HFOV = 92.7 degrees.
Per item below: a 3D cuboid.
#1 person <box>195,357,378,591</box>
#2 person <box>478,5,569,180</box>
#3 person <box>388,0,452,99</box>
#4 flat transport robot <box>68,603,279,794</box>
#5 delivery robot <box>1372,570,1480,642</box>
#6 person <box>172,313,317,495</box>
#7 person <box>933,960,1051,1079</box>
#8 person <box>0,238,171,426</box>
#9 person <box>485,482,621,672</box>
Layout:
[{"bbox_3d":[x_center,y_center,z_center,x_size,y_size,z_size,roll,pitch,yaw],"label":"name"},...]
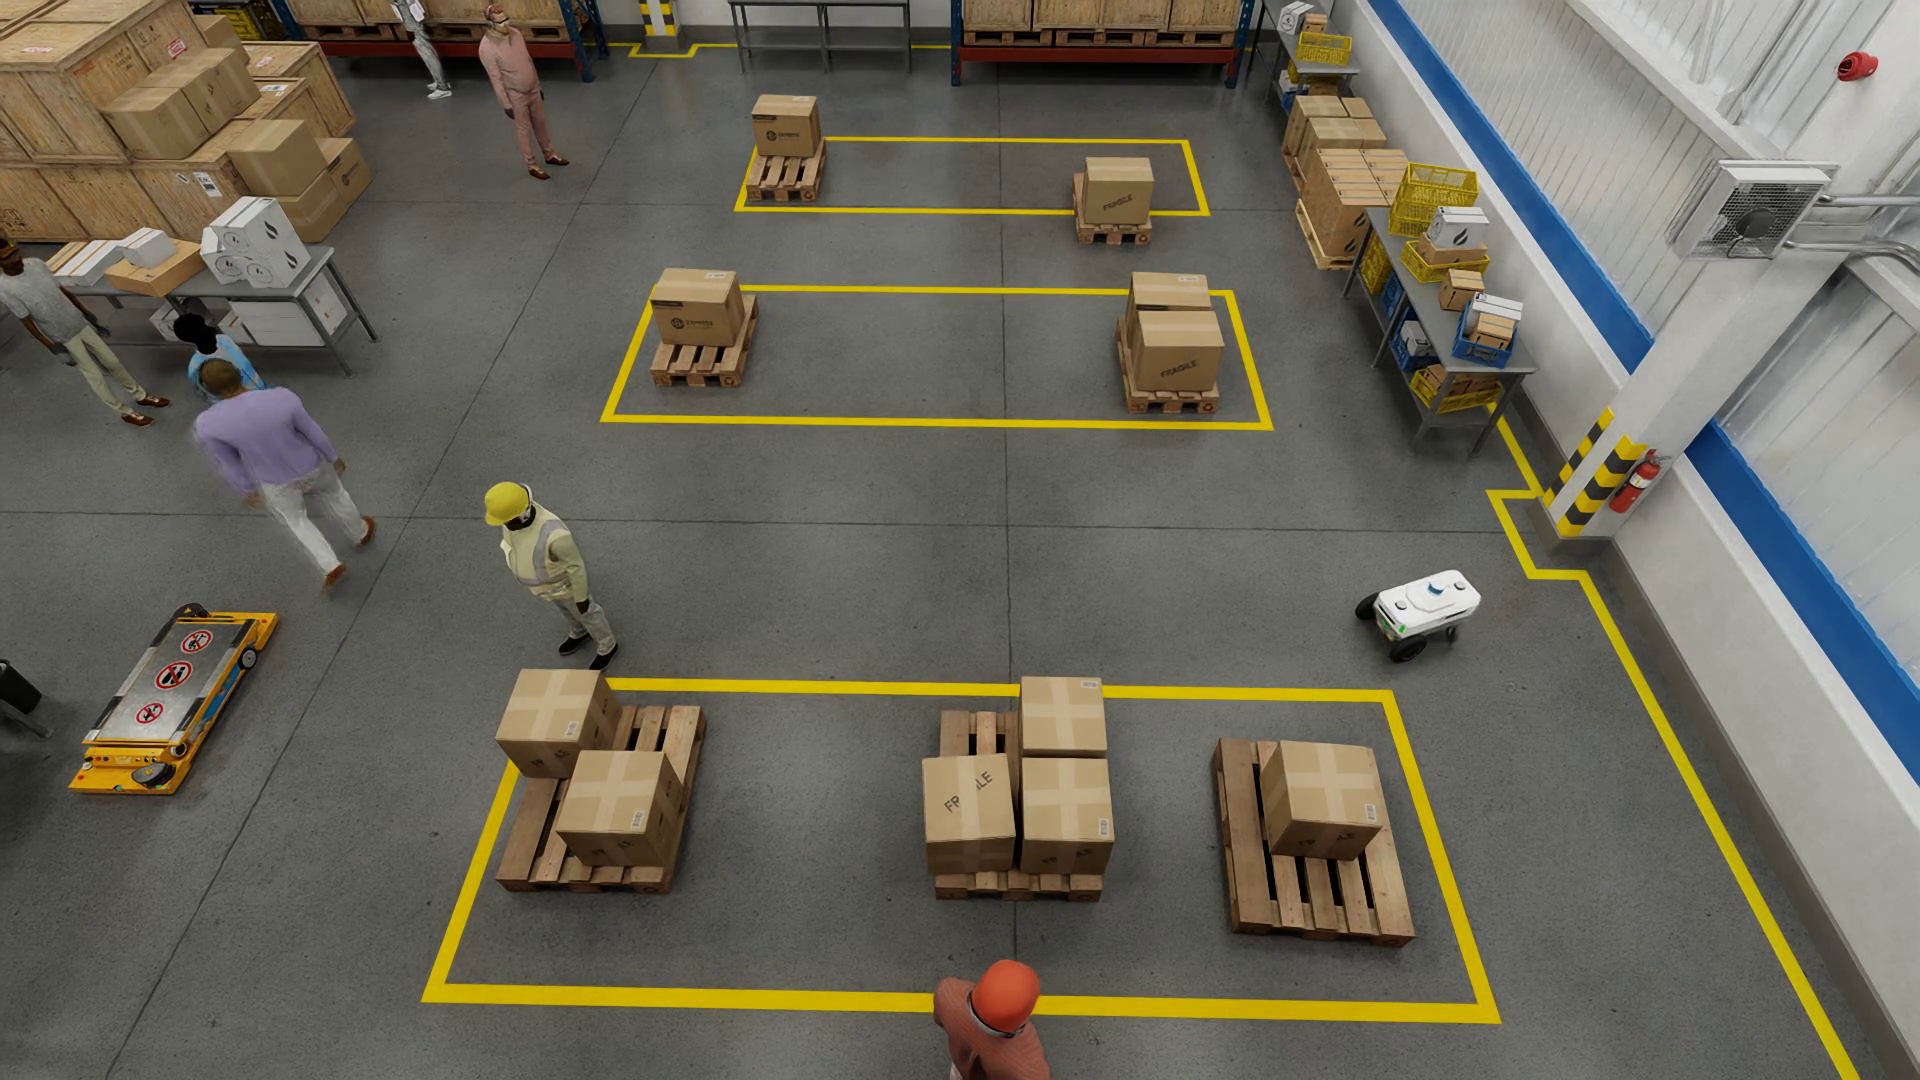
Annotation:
[{"bbox_3d":[-4.864,-0.454,6.672,0.657,1.913,0.732,-29,56,-22],"label":"person"},{"bbox_3d":[-5.111,-5.203,10.694,0.401,1.900,0.639,19,52,15],"label":"person"},{"bbox_3d":[-7.245,-6.871,12.091,0.389,1.918,0.590,-14,51,-12],"label":"person"},{"bbox_3d":[-5.504,1.072,6.442,0.652,0.197,1.431,1,50,1],"label":"flat transport robot"},{"bbox_3d":[3.407,0.469,6.708,0.707,0.478,0.477,-16,52,-13],"label":"delivery robot"},{"bbox_3d":[-5.679,-1.084,7.338,0.318,1.697,0.534,-4,50,-4],"label":"person"},{"bbox_3d":[0.164,2.366,4.232,0.609,1.986,0.391,31,56,24],"label":"person"},{"bbox_3d":[-7.553,-1.761,7.808,0.331,1.866,0.515,4,50,3],"label":"person"},{"bbox_3d":[-2.714,0.254,6.125,0.588,1.822,0.403,27,55,21],"label":"person"}]
